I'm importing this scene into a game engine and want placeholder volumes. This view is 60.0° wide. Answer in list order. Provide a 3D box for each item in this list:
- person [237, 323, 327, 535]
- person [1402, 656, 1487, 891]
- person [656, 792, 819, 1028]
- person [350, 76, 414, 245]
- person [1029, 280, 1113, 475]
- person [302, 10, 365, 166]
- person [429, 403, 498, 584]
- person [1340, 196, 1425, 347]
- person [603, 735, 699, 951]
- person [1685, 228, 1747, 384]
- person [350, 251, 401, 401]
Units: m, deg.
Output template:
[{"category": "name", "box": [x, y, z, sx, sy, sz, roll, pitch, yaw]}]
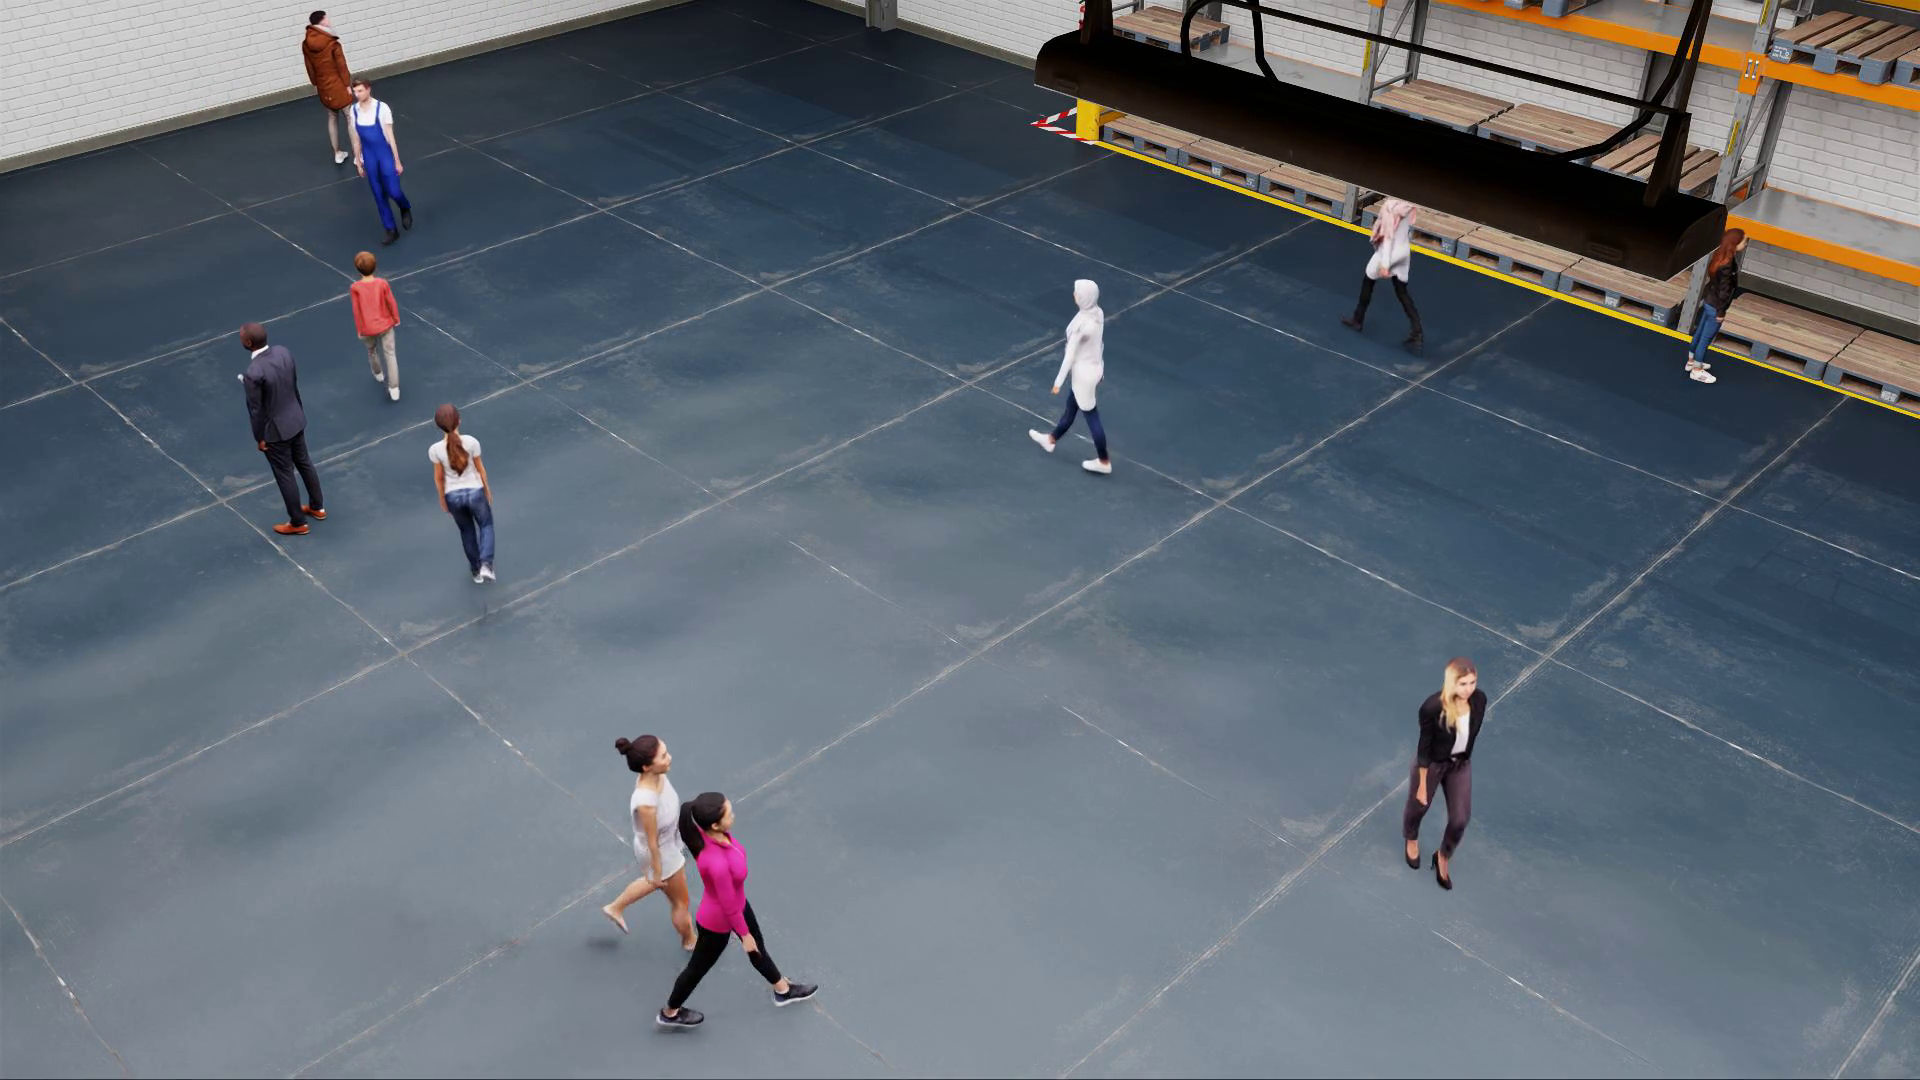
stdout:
[{"category": "person", "box": [-5.413, -0.900, 13.269, 0.758, 1.818, 0.777, 11, 35, 15]}, {"category": "person", "box": [2.855, 1.337, 10.050, 0.750, 1.656, 0.809, -6, 34, -9]}, {"category": "person", "box": [-1.379, 2.048, 8.985, 1.086, 1.652, 1.149, -6, 34, -9]}, {"category": "person", "box": [-6.326, -4.204, 18.221, 0.911, 1.839, 0.959, 2, 34, 3]}, {"category": "person", "box": [1.134, -1.326, 13.977, 1.130, 1.744, 0.846, 17, 37, 23]}, {"category": "person", "box": [-7.571, -5.461, 20.115, 0.799, 1.837, 0.894, 9, 35, 14]}, {"category": "person", "box": [-3.741, -0.307, 12.614, 0.743, 1.556, 0.848, -8, 34, -12]}, {"category": "person", "box": [4.236, -2.669, 15.986, 0.707, 1.757, 1.207, -24, 40, -31]}, {"category": "person", "box": [-1.786, 1.755, 9.480, 0.972, 1.591, 0.930, -1, 34, -2]}, {"category": "person", "box": [7.064, -2.217, 15.552, 0.672, 1.485, 0.641, 5, 34, 8]}, {"category": "person", "box": [-5.321, -1.929, 15.204, 0.759, 1.390, 0.956, -13, 36, -18]}]
